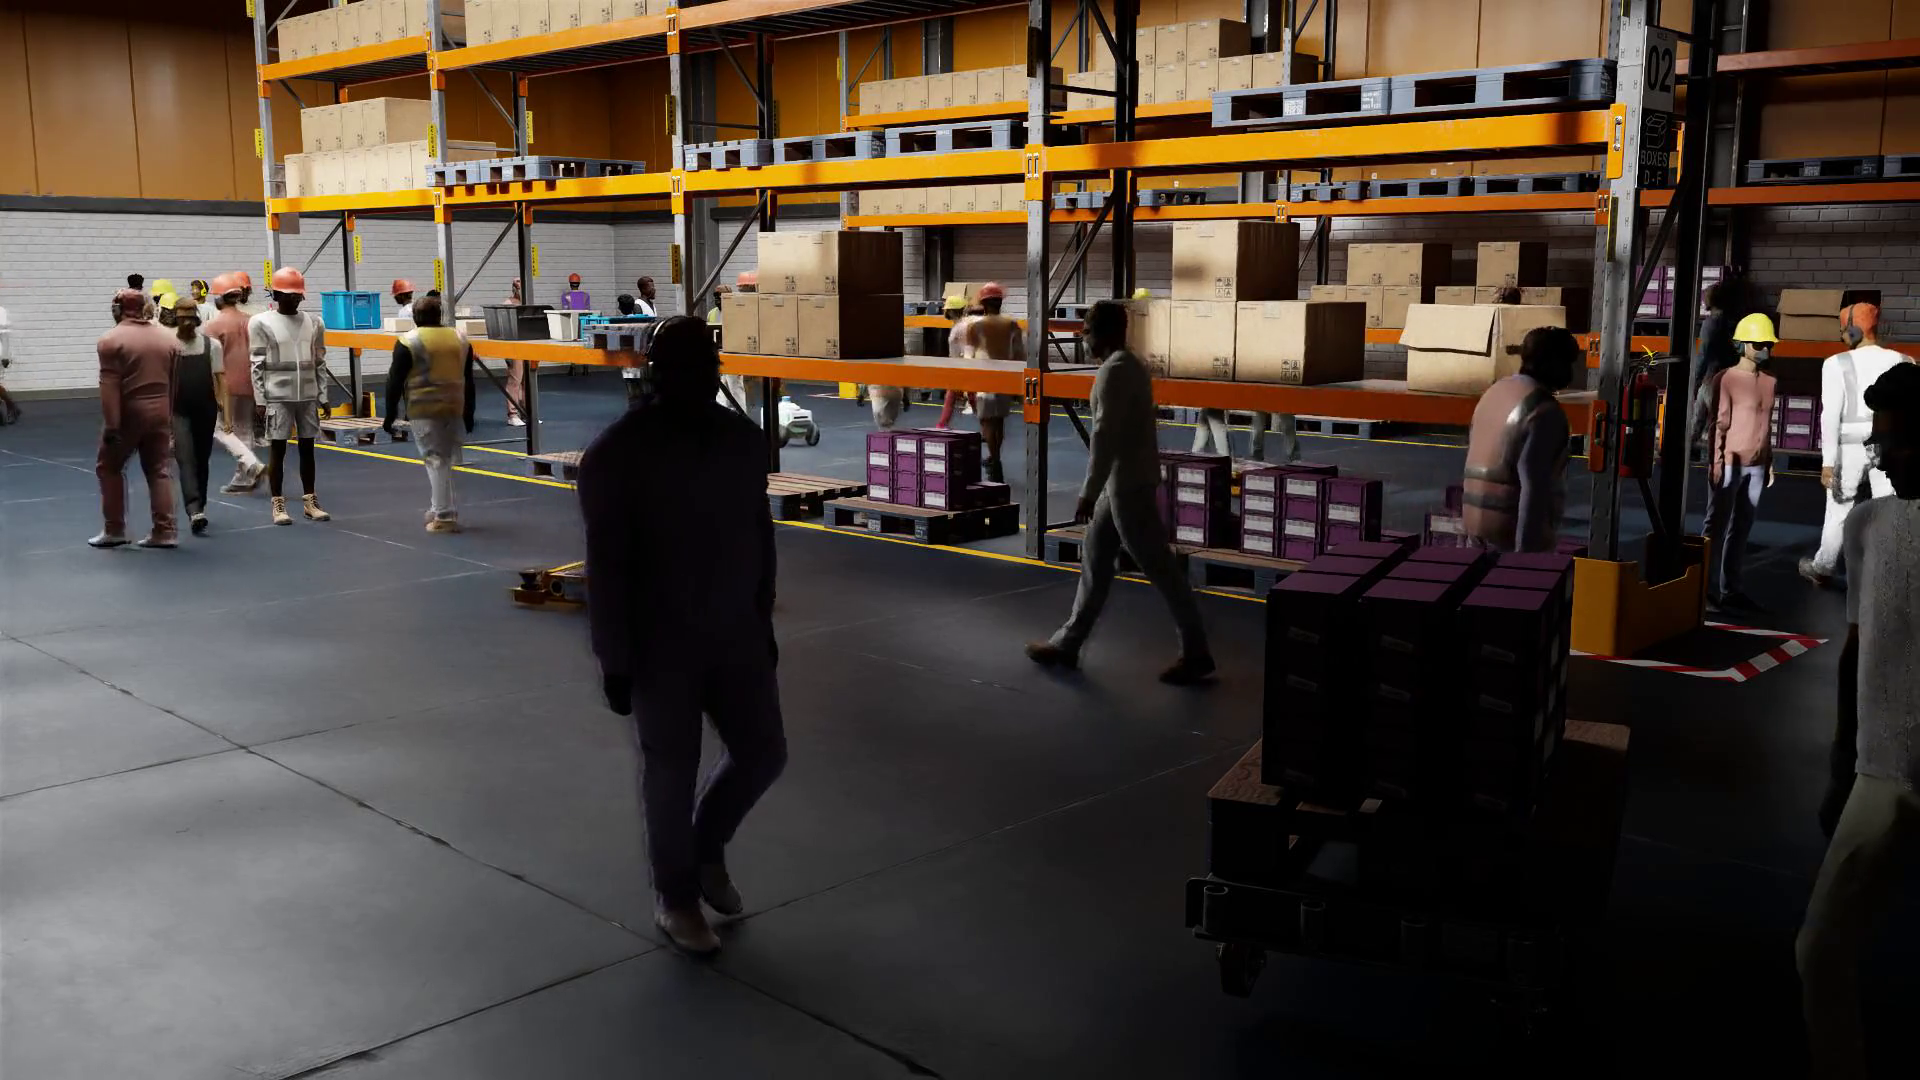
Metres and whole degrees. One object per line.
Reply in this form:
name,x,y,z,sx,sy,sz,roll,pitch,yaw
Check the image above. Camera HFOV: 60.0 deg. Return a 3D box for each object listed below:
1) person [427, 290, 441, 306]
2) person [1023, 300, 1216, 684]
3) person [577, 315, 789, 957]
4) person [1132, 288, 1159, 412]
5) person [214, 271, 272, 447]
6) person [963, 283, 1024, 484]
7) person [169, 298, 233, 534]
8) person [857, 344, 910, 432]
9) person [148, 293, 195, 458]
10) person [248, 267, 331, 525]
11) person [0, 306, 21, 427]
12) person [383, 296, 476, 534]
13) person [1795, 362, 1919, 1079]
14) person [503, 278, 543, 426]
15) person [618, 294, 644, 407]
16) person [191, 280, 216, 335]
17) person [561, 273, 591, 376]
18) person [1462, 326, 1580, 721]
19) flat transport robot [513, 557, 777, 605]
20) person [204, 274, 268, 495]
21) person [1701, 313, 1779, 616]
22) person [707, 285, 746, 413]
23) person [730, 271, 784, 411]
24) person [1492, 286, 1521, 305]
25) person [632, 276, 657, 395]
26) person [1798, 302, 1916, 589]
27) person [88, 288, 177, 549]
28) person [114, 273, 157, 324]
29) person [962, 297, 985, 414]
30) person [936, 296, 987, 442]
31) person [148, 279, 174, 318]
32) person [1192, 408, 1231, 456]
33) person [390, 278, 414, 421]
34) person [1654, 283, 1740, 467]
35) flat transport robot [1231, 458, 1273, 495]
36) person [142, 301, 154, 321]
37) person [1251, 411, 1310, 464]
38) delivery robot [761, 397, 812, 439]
person,-8.251,-3.086,26.185,0.319,1.697,0.533,-1,9,-5
person,0.829,-0.240,8.254,0.986,1.883,0.664,1,9,8
person,-0.785,0.286,4.918,0.667,1.888,0.436,-8,12,-41
person,1.930,-1.816,18.033,0.434,1.813,0.615,4,10,22
person,-8.091,-2.032,18.810,0.608,1.995,0.377,-8,12,-41
person,0.302,-1.503,15.917,0.553,1.879,0.966,-3,10,-17
person,-5.887,-0.948,12.784,0.517,1.788,0.997,-6,11,-33
person,-0.693,-1.390,16.099,0.498,1.596,0.831,-8,12,-39
person,-8.628,-1.799,18.094,0.605,1.779,0.966,-2,10,-15
person,-5.298,-1.141,13.218,0.607,2.039,0.380,-9,13,-43
person,-12.369,-2.371,21.145,0.553,1.910,0.403,2,10,14
person,-4.121,-0.970,12.859,0.791,1.805,0.651,8,12,41
person,1.973,0.553,3.436,0.662,1.835,0.553,-5,11,-30
person,-5.650,-2.426,21.503,0.402,1.904,0.652,4,10,22
person,-4.375,-2.411,22.058,0.319,1.693,0.533,2,10,14
person,-10.375,-2.626,22.831,0.520,1.873,0.328,6,11,34
person,-7.269,-4.071,31.489,0.551,1.937,0.357,-5,11,-29
person,2.314,-0.048,7.301,0.802,1.791,0.617,-2,10,-14
flat transport robot,-1.885,0.271,9.965,1.431,0.197,0.652,4,10,21
person,-6.387,-1.358,14.733,0.589,1.977,0.619,4,10,25
person,4.585,-0.438,9.736,0.532,1.767,0.328,-5,10,-27
person,-2.823,-2.157,20.091,0.624,1.836,0.431,7,12,37
person,-2.715,-2.509,21.765,1.065,1.975,0.610,-3,10,-16
person,4.470,-1.150,13.751,0.644,1.882,0.686,-7,11,-35
person,-4.255,-2.601,22.525,0.392,1.922,0.590,1,9,6
person,5.481,-0.523,10.101,0.605,1.818,1.030,1,9,5
person,-6.037,-0.868,12.026,0.745,1.876,0.664,4,10,22
person,-11.869,-2.864,24.044,0.607,1.956,0.379,-1,9,-7
person,0.223,-2.561,23.184,0.503,1.627,0.270,-5,10,-26
person,-0.013,-1.964,19.255,0.922,1.713,0.542,-1,9,-5
person,-9.456,-2.131,19.748,0.884,1.891,0.613,-9,13,-43
person,2.271,-1.461,15.620,0.863,1.887,0.614,8,12,41
person,-6.839,-2.328,20.927,0.609,1.909,0.544,1,9,5
person,7.298,-1.550,16.189,1.046,1.883,0.649,8,12,41
flat transport robot,2.540,-0.602,15.314,0.652,0.197,1.431,-3,10,-20
person,-10.829,-2.365,22.048,0.608,1.611,0.309,4,10,23
person,3.134,-1.495,16.385,0.514,1.700,0.855,-4,10,-21
delivery robot,-1.990,-1.400,19.044,0.477,0.478,0.707,-6,11,-34
